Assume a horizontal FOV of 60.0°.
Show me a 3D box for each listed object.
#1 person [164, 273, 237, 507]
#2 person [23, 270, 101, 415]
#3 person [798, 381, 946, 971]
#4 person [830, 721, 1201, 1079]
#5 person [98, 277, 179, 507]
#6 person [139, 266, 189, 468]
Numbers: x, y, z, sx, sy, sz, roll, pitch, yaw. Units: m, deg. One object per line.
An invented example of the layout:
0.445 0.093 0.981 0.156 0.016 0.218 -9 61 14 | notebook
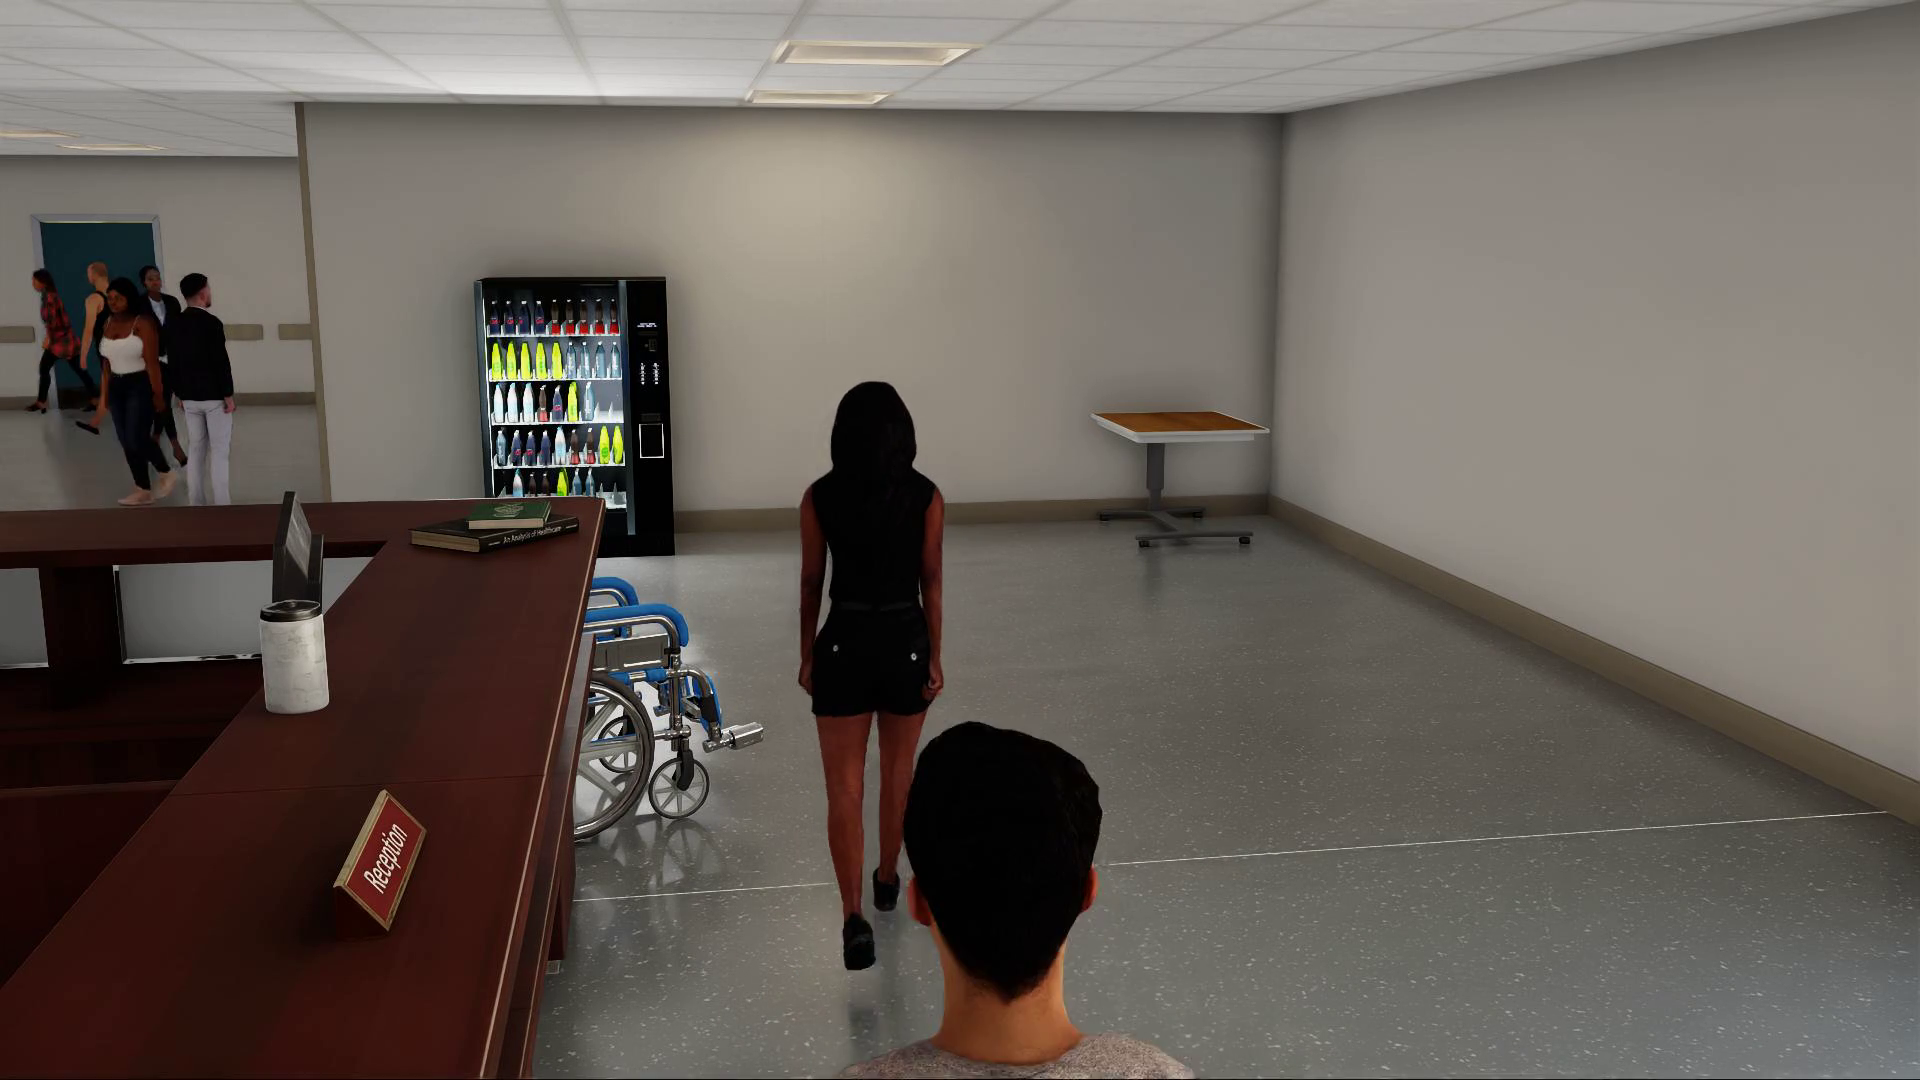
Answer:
-5.594 -1.047 12.299 0.665 1.844 0.796 3 11 17 | person
-10.235 -2.227 19.071 1.048 1.637 0.708 -3 11 -13 | person
-0.259 0.422 4.923 1.102 1.706 0.719 -1 11 -5 | person
0.045 1.050 1.631 0.896 1.700 0.746 -1 11 -4 | person
-6.319 -1.134 12.912 0.877 1.787 0.950 6 12 28 | person
-7.224 -1.523 15.004 1.133 1.770 1.153 9 14 41 | person
